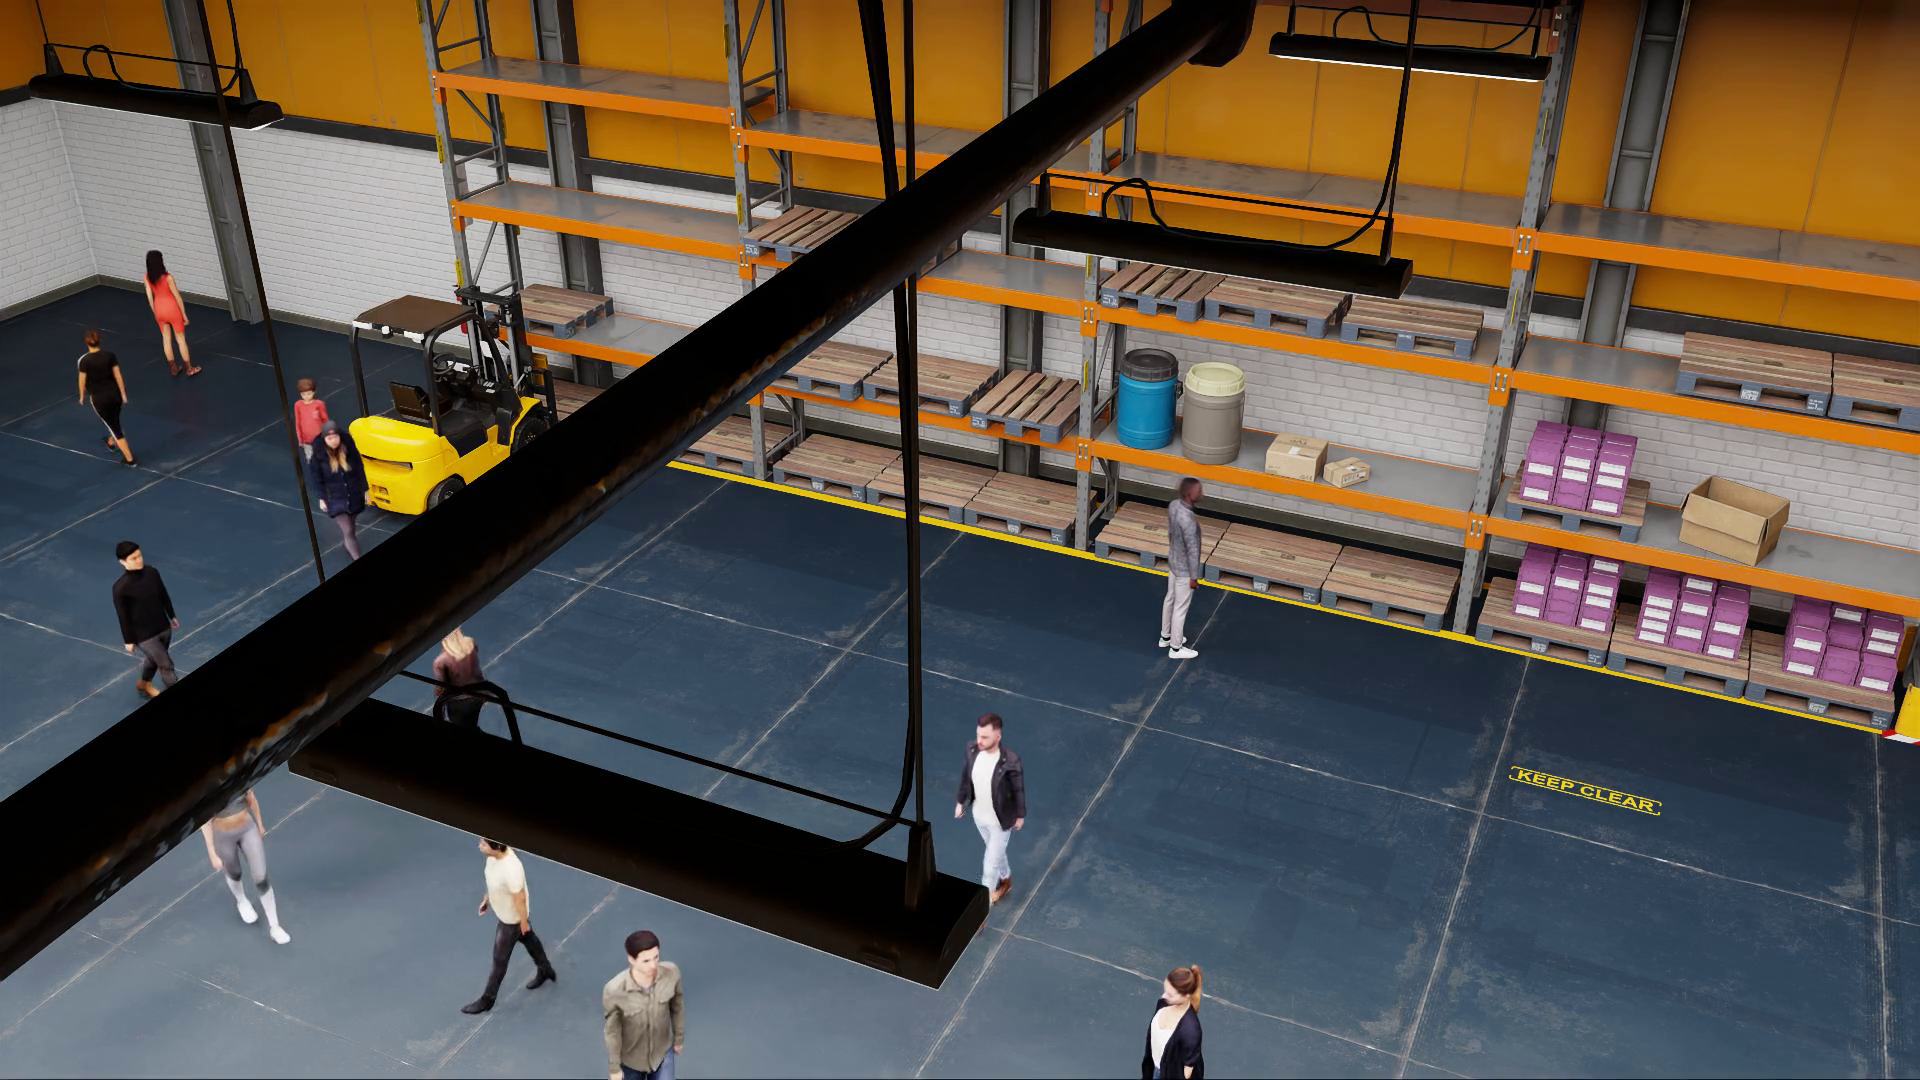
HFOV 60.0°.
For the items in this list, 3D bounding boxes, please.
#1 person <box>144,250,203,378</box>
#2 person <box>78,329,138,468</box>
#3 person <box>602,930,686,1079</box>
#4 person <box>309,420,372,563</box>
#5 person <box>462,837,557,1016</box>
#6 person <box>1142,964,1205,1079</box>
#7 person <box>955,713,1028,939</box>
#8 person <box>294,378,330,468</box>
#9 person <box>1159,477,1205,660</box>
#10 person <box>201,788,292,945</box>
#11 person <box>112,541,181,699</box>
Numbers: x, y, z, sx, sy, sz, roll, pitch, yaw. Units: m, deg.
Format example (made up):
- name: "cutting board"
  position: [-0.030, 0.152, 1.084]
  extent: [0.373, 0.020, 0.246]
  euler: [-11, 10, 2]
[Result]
- name: "person"
  position: [-10.318, -2.950, 21.667]
  extent: [0.583, 1.720, 0.719]
  euler: [1, 29, 1]
- name: "person"
  position: [-9.861, -1.609, 19.307]
  extent: [1.098, 1.627, 0.745]
  euler: [19, 34, 31]
- name: "person"
  position: [-2.003, 3.133, 10.380]
  extent: [0.997, 1.849, 1.099]
  euler: [-13, 31, -23]
- name: "person"
  position: [-6.404, -0.477, 17.229]
  extent: [0.978, 1.629, 1.164]
  euler: [-20, 34, -32]
- name: "person"
  position: [-3.087, 2.588, 11.678]
  extent: [0.983, 1.565, 0.958]
  euler: [-13, 31, -23]
- name: "person"
  position: [1.332, 3.283, 10.272]
  extent: [0.768, 1.691, 0.715]
  euler: [-9, 30, -16]
- name: "person"
  position: [0.304, 2.020, 12.464]
  extent: [1.007, 1.809, 0.889]
  euler: [21, 35, 33]
- name: "person"
  position: [-7.257, -1.179, 18.749]
  extent: [0.812, 1.406, 0.795]
  euler: [-2, 29, -4]
- name: "person"
  position: [2.086, 0.244, 15.690]
  extent: [0.786, 1.836, 0.757]
  euler: [-7, 29, -13]
- name: "person"
  position: [-5.405, 2.171, 12.330]
  extent: [0.882, 1.671, 1.091]
  euler: [-21, 35, -34]
- name: "person"
  position: [-7.295, 0.764, 14.884]
  extent: [1.085, 1.696, 0.729]
  euler: [9, 30, 17]
